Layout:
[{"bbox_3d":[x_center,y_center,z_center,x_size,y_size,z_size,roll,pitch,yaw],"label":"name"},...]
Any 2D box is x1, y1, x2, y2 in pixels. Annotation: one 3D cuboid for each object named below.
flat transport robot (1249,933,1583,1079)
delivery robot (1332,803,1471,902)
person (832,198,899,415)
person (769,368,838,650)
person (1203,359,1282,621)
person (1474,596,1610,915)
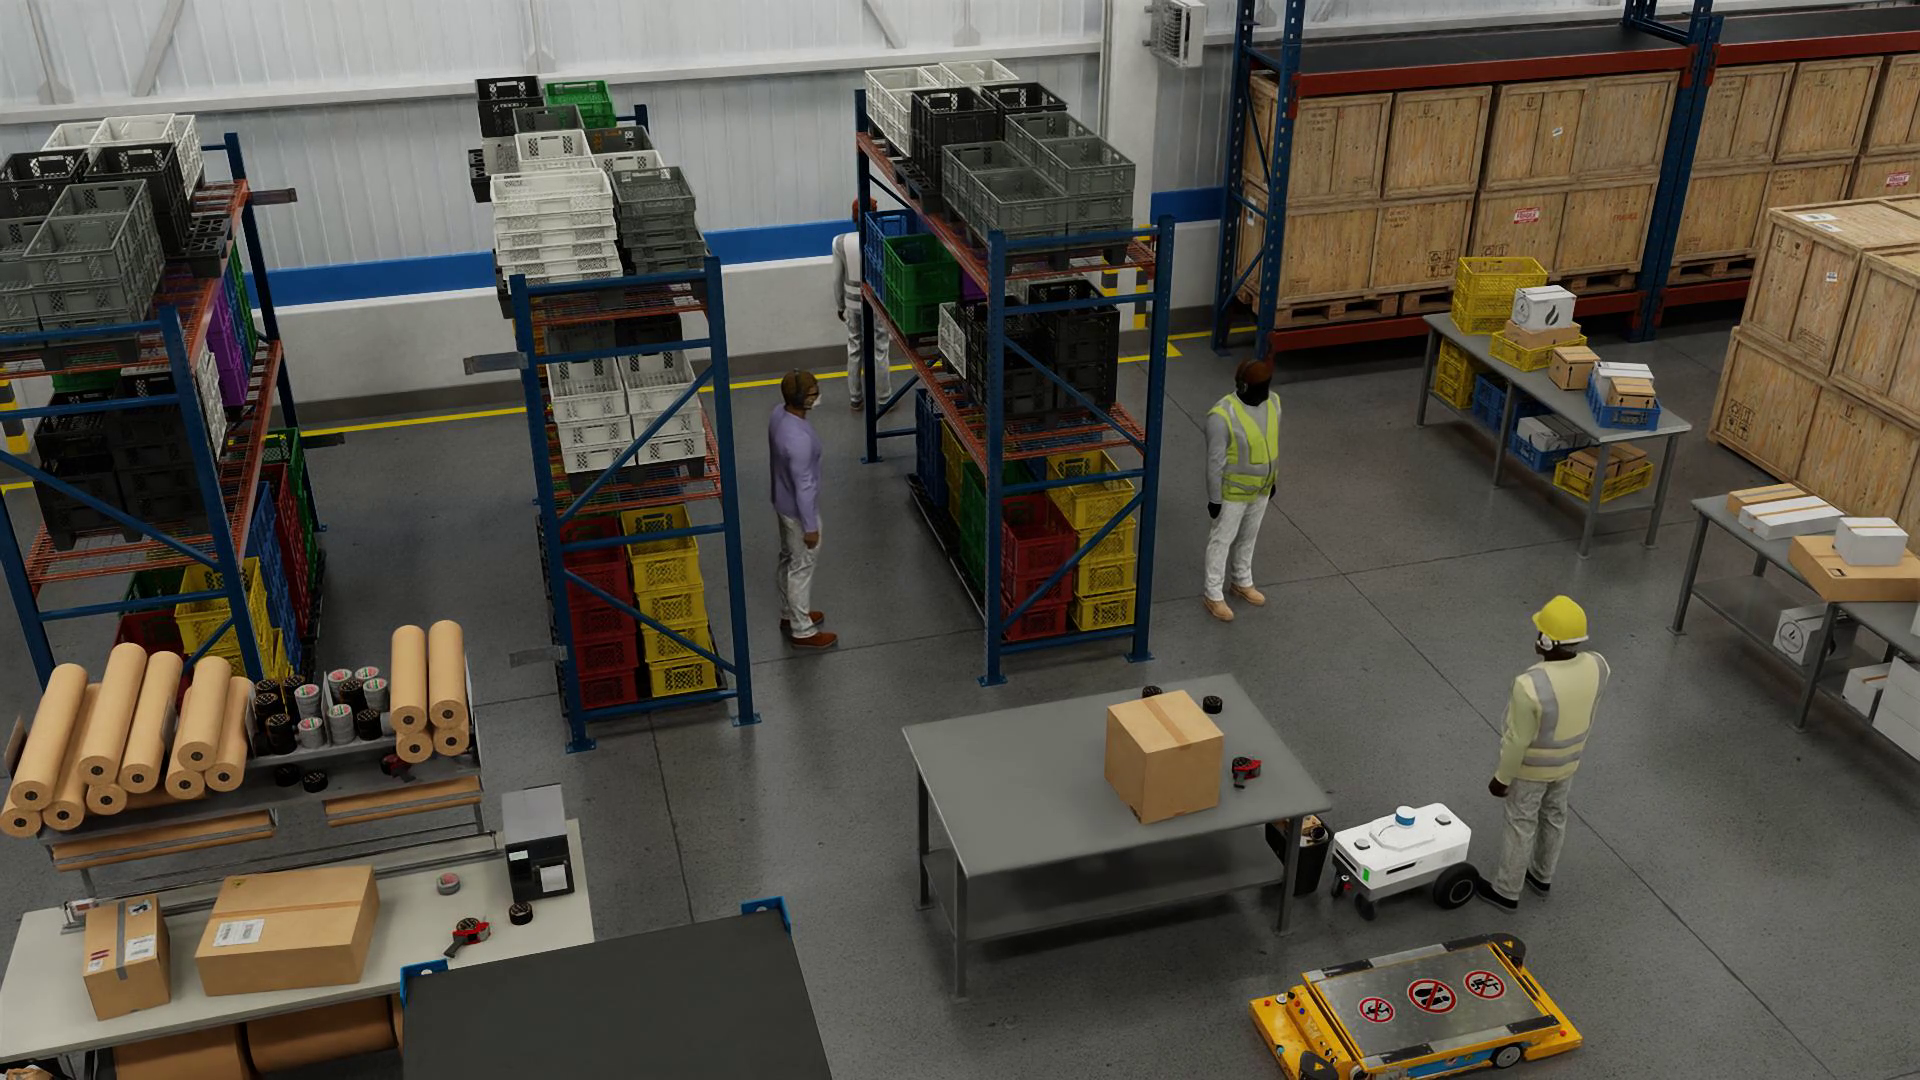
[{"bbox_3d":[2.184,2.282,7.980,1.431,0.197,0.652,-8,30,-14],"label":"flat transport robot"},{"bbox_3d":[2.326,1.628,8.785,0.707,0.478,0.477,-12,31,-20],"label":"delivery robot"},{"bbox_3d":[-0.780,-1.972,14.059,0.573,1.884,0.354,8,30,14],"label":"person"},{"bbox_3d":[-1.043,-0.207,10.790,0.362,1.938,0.631,-9,30,-16],"label":"person"},{"bbox_3d":[1.902,-0.353,11.157,0.635,1.840,0.429,-21,35,-33],"label":"person"},{"bbox_3d":[2.957,1.104,8.513,0.591,1.834,0.404,-15,32,-25],"label":"person"}]
